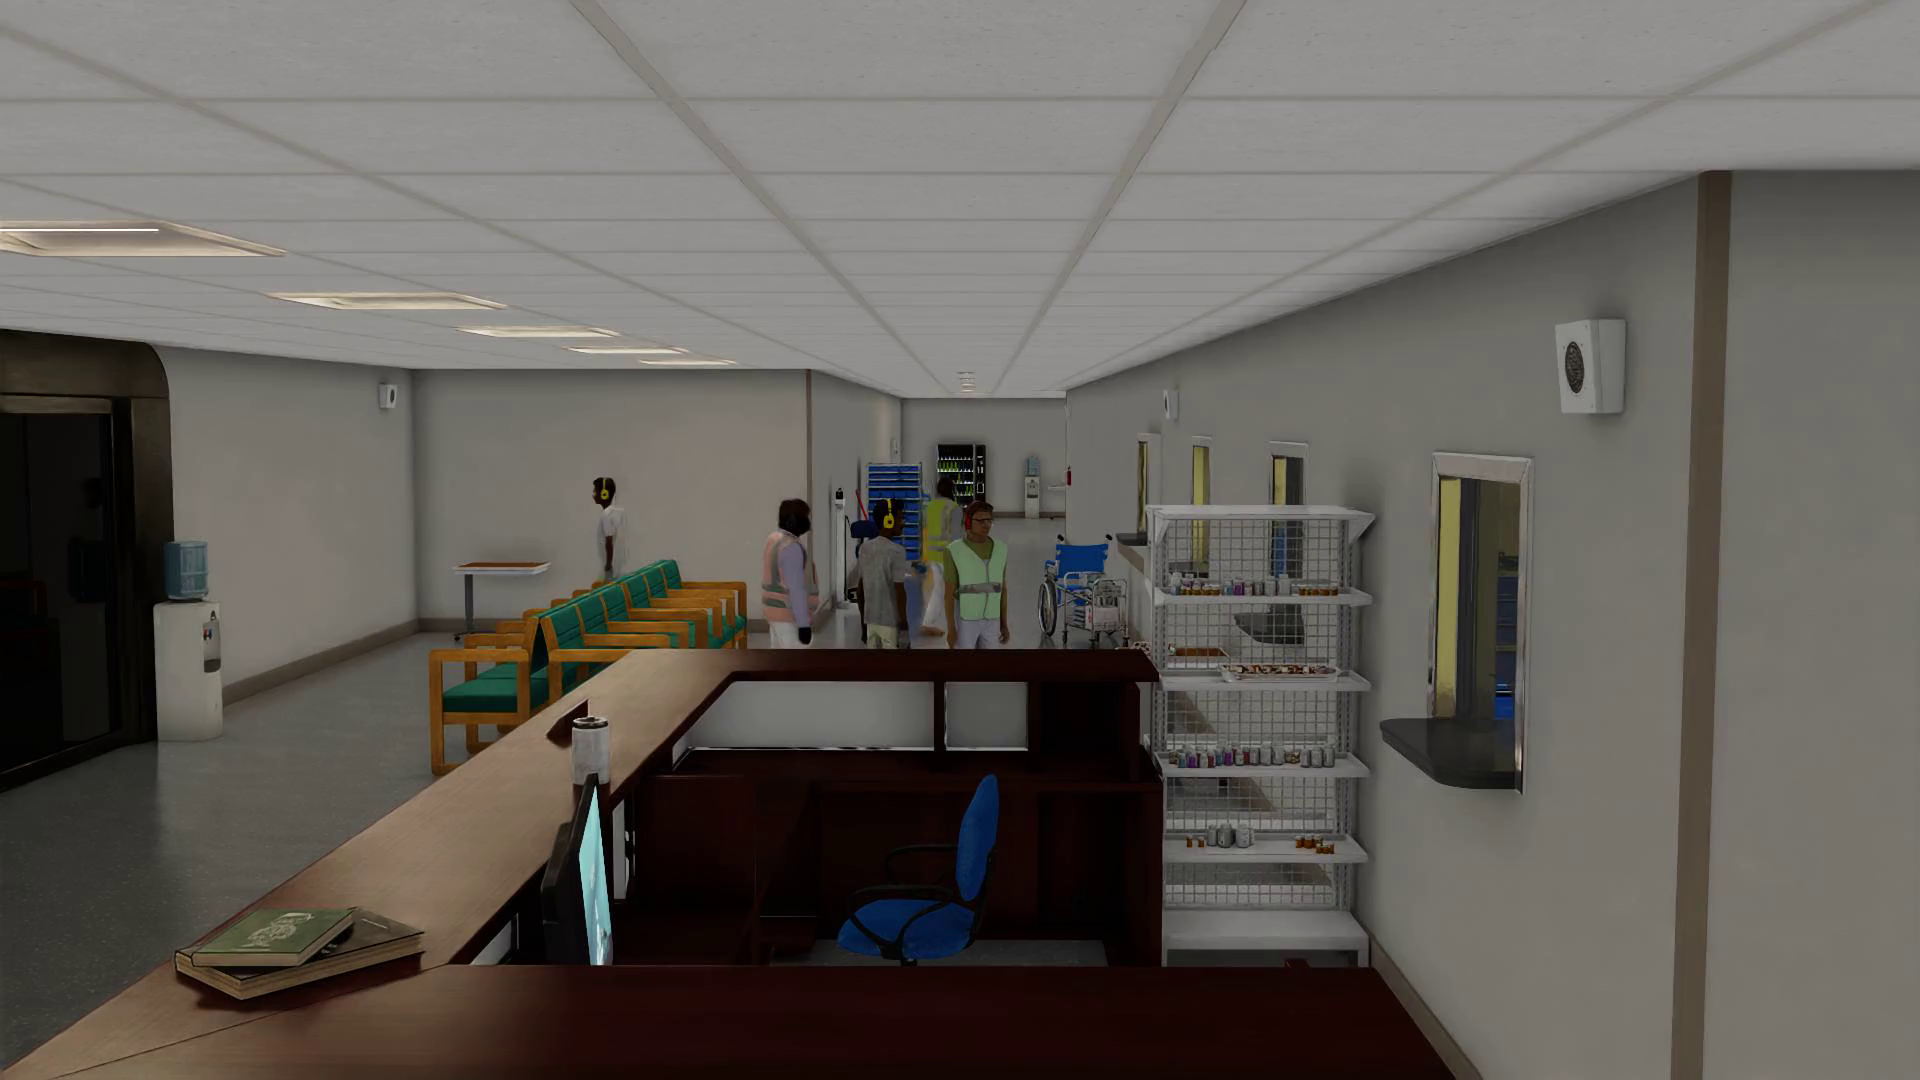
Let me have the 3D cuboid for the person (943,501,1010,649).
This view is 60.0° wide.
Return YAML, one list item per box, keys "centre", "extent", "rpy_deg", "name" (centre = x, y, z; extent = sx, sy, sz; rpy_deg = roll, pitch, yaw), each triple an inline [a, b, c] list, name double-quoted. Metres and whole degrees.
- centre: [0.107, 0.621, 12.428]
  extent: [0.560, 1.837, 0.388]
  rpy_deg: [-3, 5, -37]
  name: "person"

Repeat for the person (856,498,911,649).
- centre: [-0.541, 0.630, 12.068]
  extent: [0.333, 1.866, 0.515]
  rpy_deg: [-4, 6, -42]
  name: "person"

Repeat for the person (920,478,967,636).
- centre: [-0.121, 0.203, 18.625]
  extent: [0.676, 1.798, 0.661]
  rpy_deg: [-3, 5, -36]
  name: "person"

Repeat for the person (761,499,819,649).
- centre: [-1.300, 0.604, 12.745]
  extent: [0.431, 1.833, 0.644]
  rpy_deg: [-1, 4, -20]
  name: "person"

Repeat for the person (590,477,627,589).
- centre: [-3.641, 0.290, 16.874]
  extent: [0.603, 1.849, 0.565]
  rpy_deg: [0, 4, 3]
  name: "person"
